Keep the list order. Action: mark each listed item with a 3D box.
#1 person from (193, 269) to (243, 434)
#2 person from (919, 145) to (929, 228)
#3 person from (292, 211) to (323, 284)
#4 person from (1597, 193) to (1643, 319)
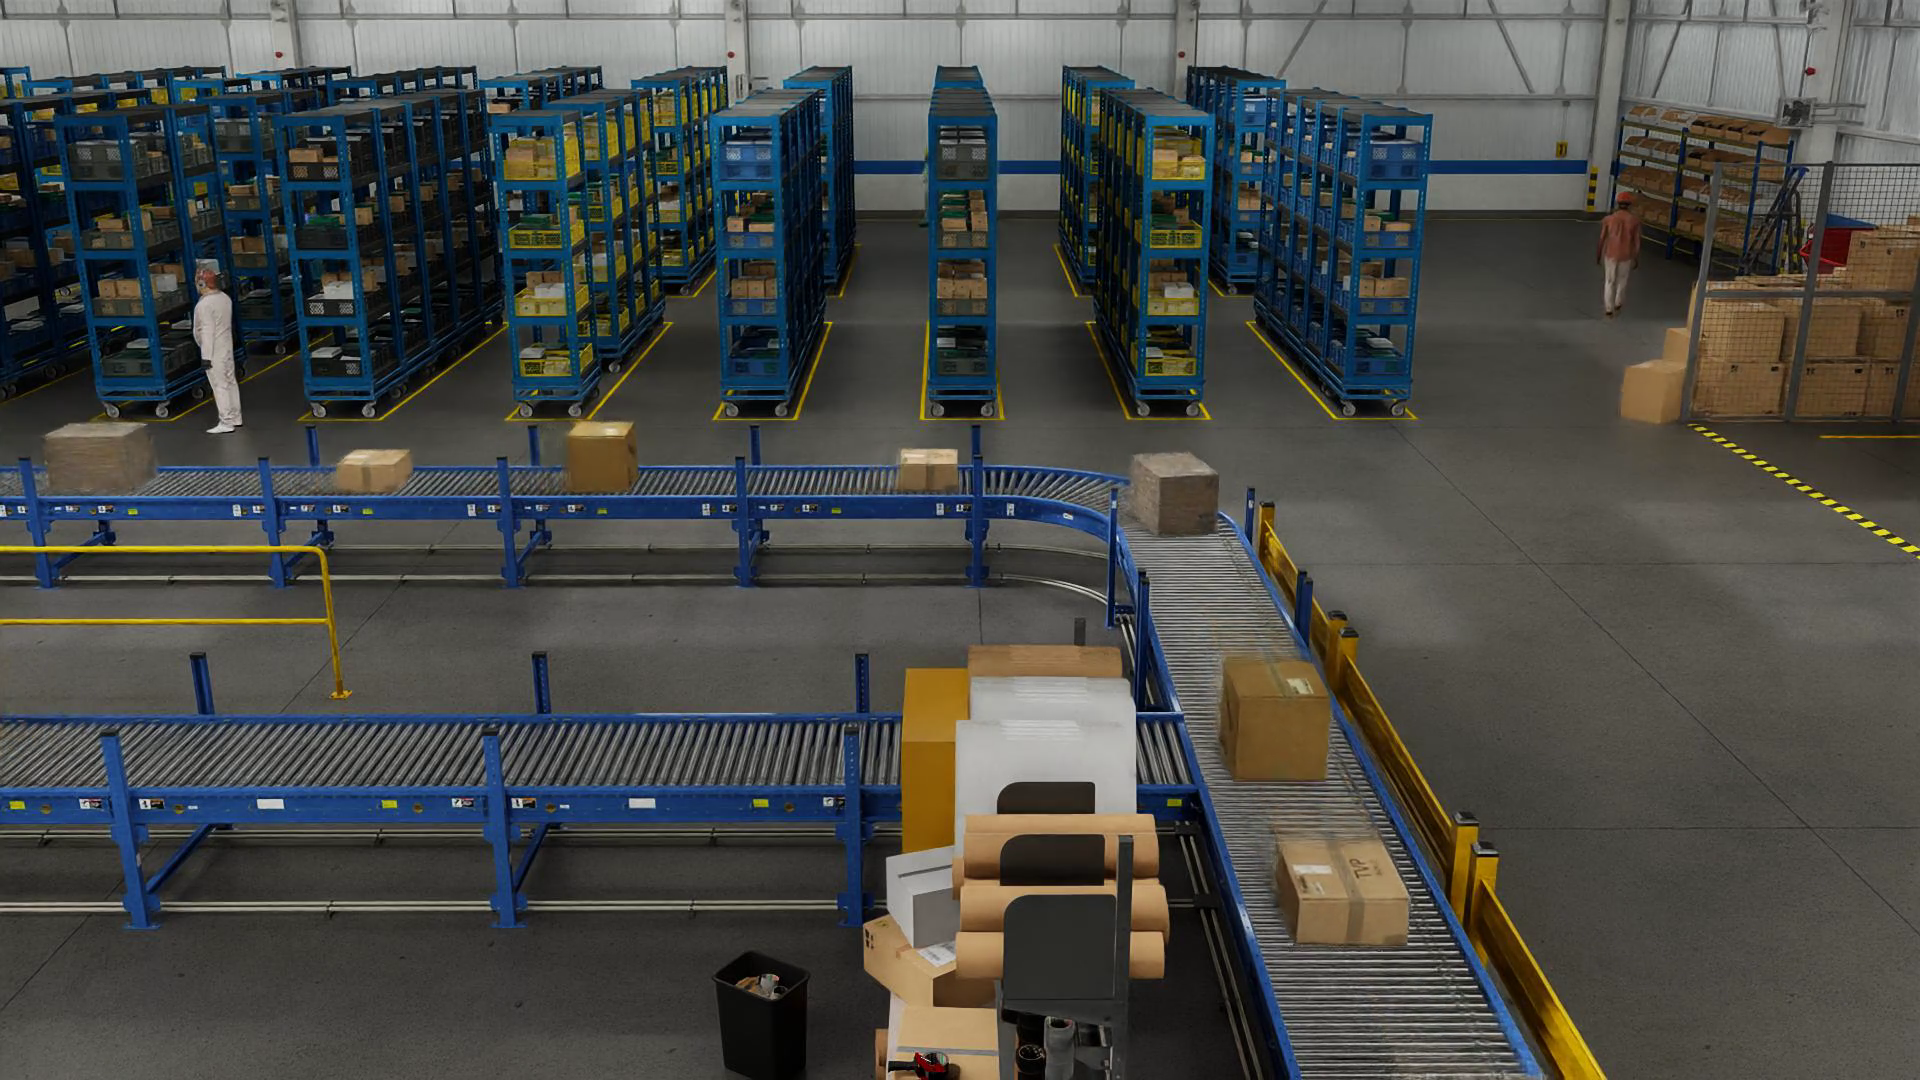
[{"bbox_3d":[-8.656,-2.194,19.314,0.408,1.906,0.653,0,18,-1],"label":"person"},{"bbox_3d":[-0.580,-7.803,36.737,0.613,1.810,0.602,-6,19,-17],"label":"person"},{"bbox_3d":[-10.645,-4.642,27.042,0.697,1.809,0.599,-3,18,-9],"label":"person"},{"bbox_3d":[10.481,-4.547,26.494,0.649,1.939,1.005,7,19,20],"label":"person"}]
